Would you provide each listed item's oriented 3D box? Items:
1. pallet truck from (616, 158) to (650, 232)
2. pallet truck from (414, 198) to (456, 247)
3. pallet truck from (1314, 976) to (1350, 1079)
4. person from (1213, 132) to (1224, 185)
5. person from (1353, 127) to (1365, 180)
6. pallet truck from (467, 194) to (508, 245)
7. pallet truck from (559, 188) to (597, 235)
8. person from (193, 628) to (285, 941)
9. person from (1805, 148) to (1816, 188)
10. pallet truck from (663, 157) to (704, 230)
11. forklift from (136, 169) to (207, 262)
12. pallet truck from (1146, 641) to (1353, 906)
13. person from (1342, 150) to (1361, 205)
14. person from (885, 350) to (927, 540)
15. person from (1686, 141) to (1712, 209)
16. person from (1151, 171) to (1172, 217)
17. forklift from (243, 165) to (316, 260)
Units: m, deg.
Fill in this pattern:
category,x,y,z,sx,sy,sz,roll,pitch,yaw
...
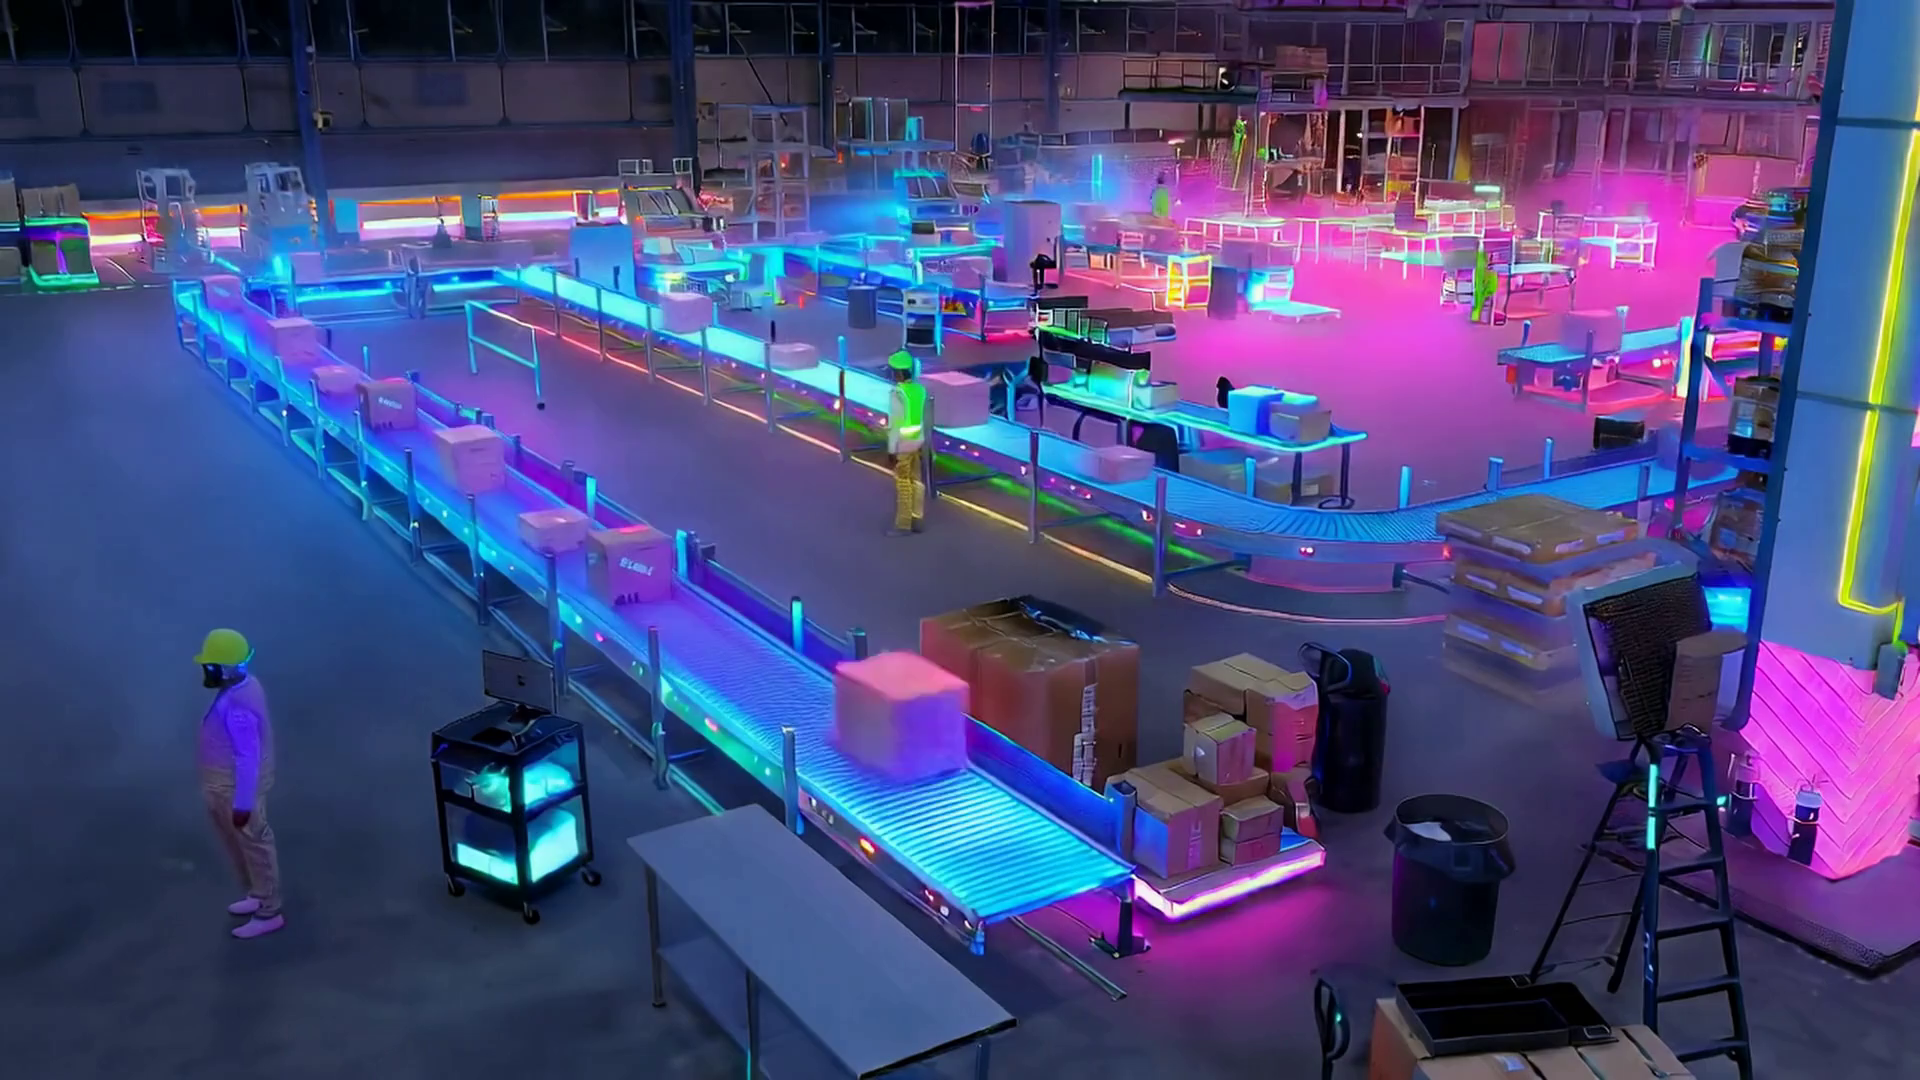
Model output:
category,x,y,z,sx,sy,sz,roll,pitch,yaw
pallet truck,-8.918,-9.176,44.255,0.823,1.965,1.885,-9,19,-27
pallet truck,-13.250,-8.060,41.856,0.680,1.201,1.601,-10,20,-31
pallet truck,2.299,2.390,7.086,1.601,1.201,0.680,-2,17,-7
person,9.237,-13.624,59.315,0.372,1.860,0.750,11,20,32
person,14.685,-14.229,61.218,0.605,1.908,0.425,-14,21,-38
pallet truck,-11.983,-8.177,42.137,0.704,1.261,1.522,-11,20,-33
pallet truck,-10.010,-8.652,43.699,0.653,1.274,1.630,-10,20,-31
person,-4.086,1.368,9.442,0.404,1.837,0.589,-7,18,-23
person,25.164,-10.597,49.086,0.553,1.935,0.361,-13,21,-38
pallet truck,-7.586,-9.308,44.692,0.823,1.965,1.885,-11,20,-33
forklift,-17.842,-7.318,37.559,1.157,1.987,2.680,-10,20,-31
pallet truck,1.664,1.407,10.232,1.630,1.274,0.653,-10,20,-31
person,11.965,-11.022,50.813,0.557,1.755,0.460,1,17,4
person,-0.568,-0.977,17.055,0.399,1.945,0.615,9,19,29
person,22.375,-11.100,50.581,0.705,2.000,0.682,-4,17,-12
person,5.055,-8.344,41.778,0.520,1.836,0.957,3,17,9
forklift,-15.898,-7.669,38.708,1.157,1.987,2.680,-11,20,-33
